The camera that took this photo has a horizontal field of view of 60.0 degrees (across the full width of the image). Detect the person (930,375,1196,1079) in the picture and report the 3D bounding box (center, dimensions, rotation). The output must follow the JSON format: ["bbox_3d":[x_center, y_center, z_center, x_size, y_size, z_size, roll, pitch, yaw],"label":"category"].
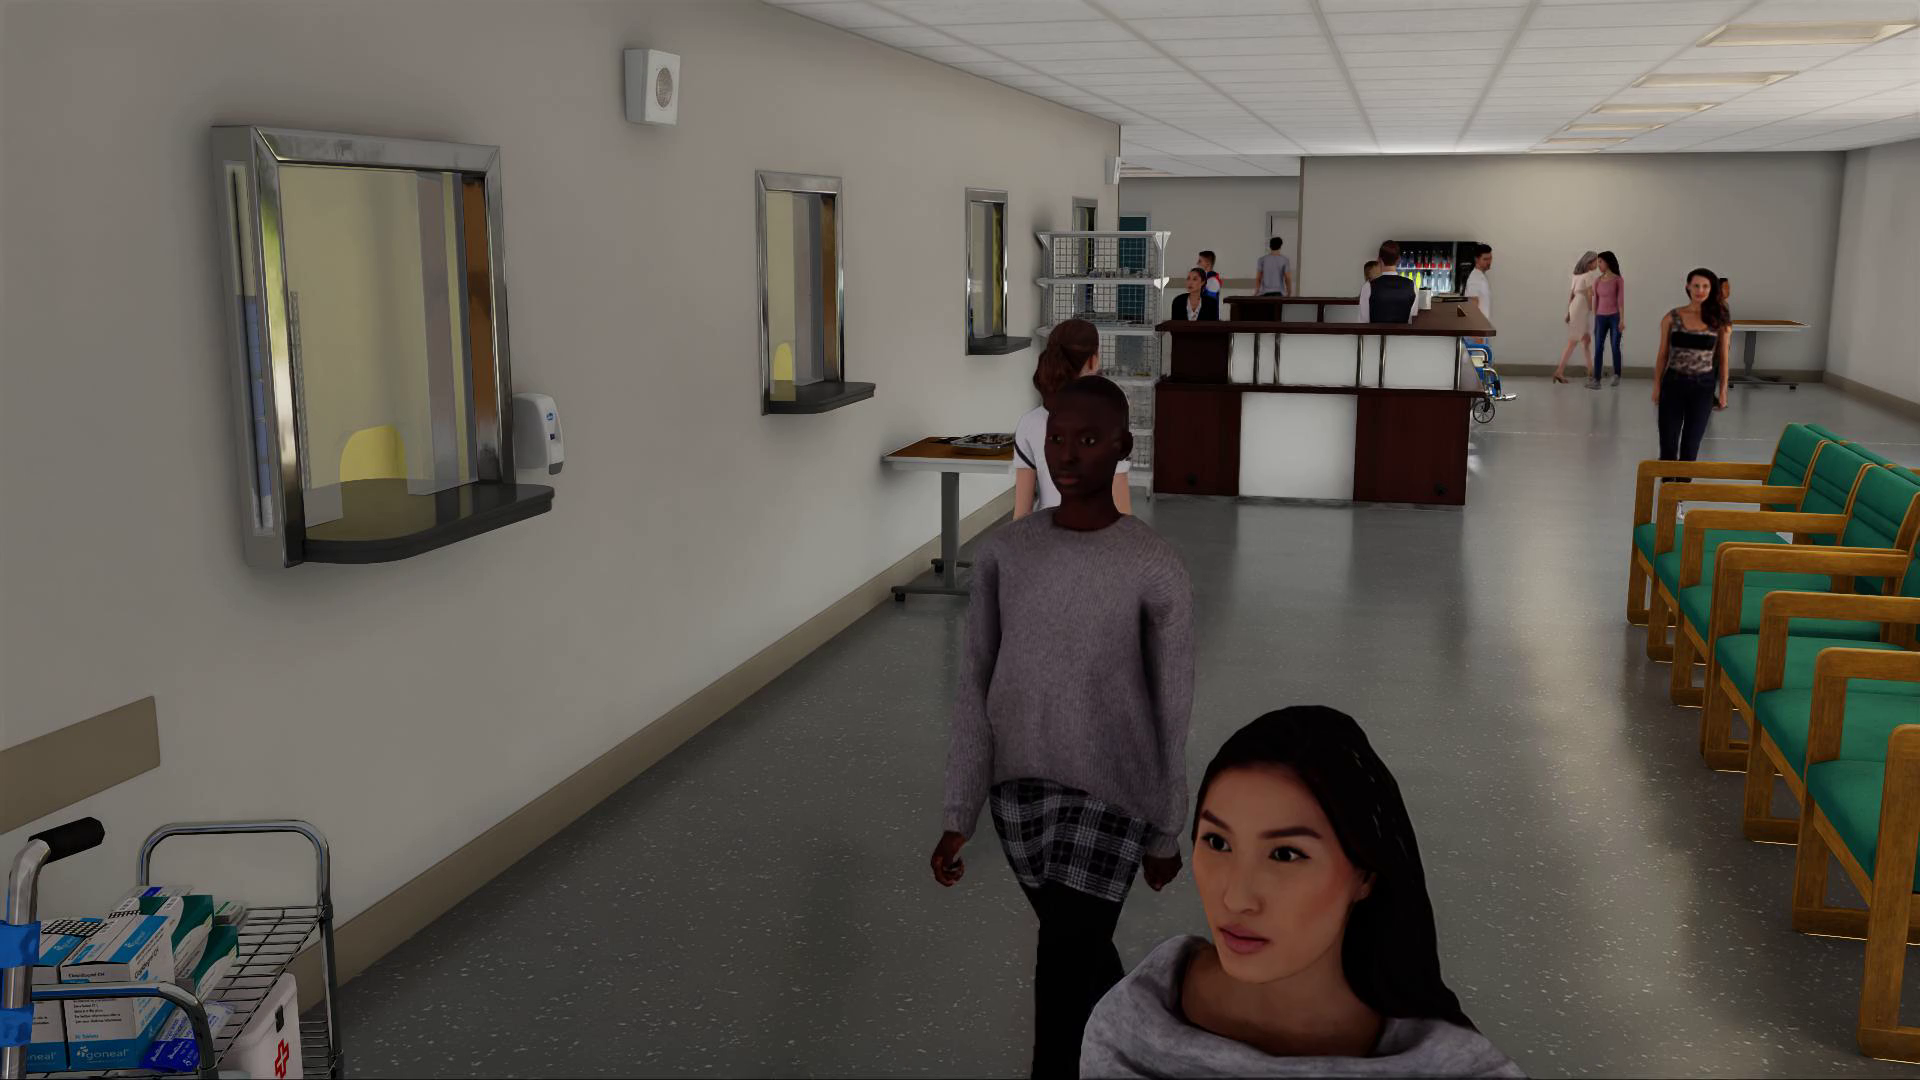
[{"bbox_3d":[0.274,0.548,3.480,1.194,1.731,0.932,7,13,31],"label":"person"}]

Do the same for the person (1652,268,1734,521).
[{"bbox_3d":[5.094,-1.015,11.649,0.620,1.757,0.727,4,12,22],"label":"person"}]

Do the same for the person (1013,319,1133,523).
[{"bbox_3d":[0.369,0.178,5.562,0.465,1.681,0.623,3,11,16],"label":"person"}]

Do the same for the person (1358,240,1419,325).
[{"bbox_3d":[3.535,-1.507,13.763,0.564,1.935,0.749,1,11,5],"label":"person"}]

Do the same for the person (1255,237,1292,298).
[{"bbox_3d":[4.909,-3.812,26.232,1.181,1.815,0.897,5,12,23],"label":"person"}]

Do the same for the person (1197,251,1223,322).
[{"bbox_3d":[2.904,-2.439,19.208,1.133,1.736,0.870,-1,11,-5],"label":"person"}]

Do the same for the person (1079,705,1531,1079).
[{"bbox_3d":[0.303,0.944,1.655,0.519,1.633,0.704,5,12,26],"label":"person"}]

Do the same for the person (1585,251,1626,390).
[{"bbox_3d":[8.152,-2.708,20.760,1.168,1.685,1.063,10,15,43],"label":"person"}]

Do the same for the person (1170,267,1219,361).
[{"bbox_3d":[2.222,-1.765,15.855,0.493,1.661,0.666,2,11,11],"label":"person"}]

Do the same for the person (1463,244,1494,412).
[{"bbox_3d":[5.591,-2.304,18.252,0.836,1.828,0.773,3,11,15],"label":"person"}]

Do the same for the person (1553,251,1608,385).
[{"bbox_3d":[7.886,-2.820,21.326,1.093,1.694,0.873,-2,11,-12],"label":"person"}]
